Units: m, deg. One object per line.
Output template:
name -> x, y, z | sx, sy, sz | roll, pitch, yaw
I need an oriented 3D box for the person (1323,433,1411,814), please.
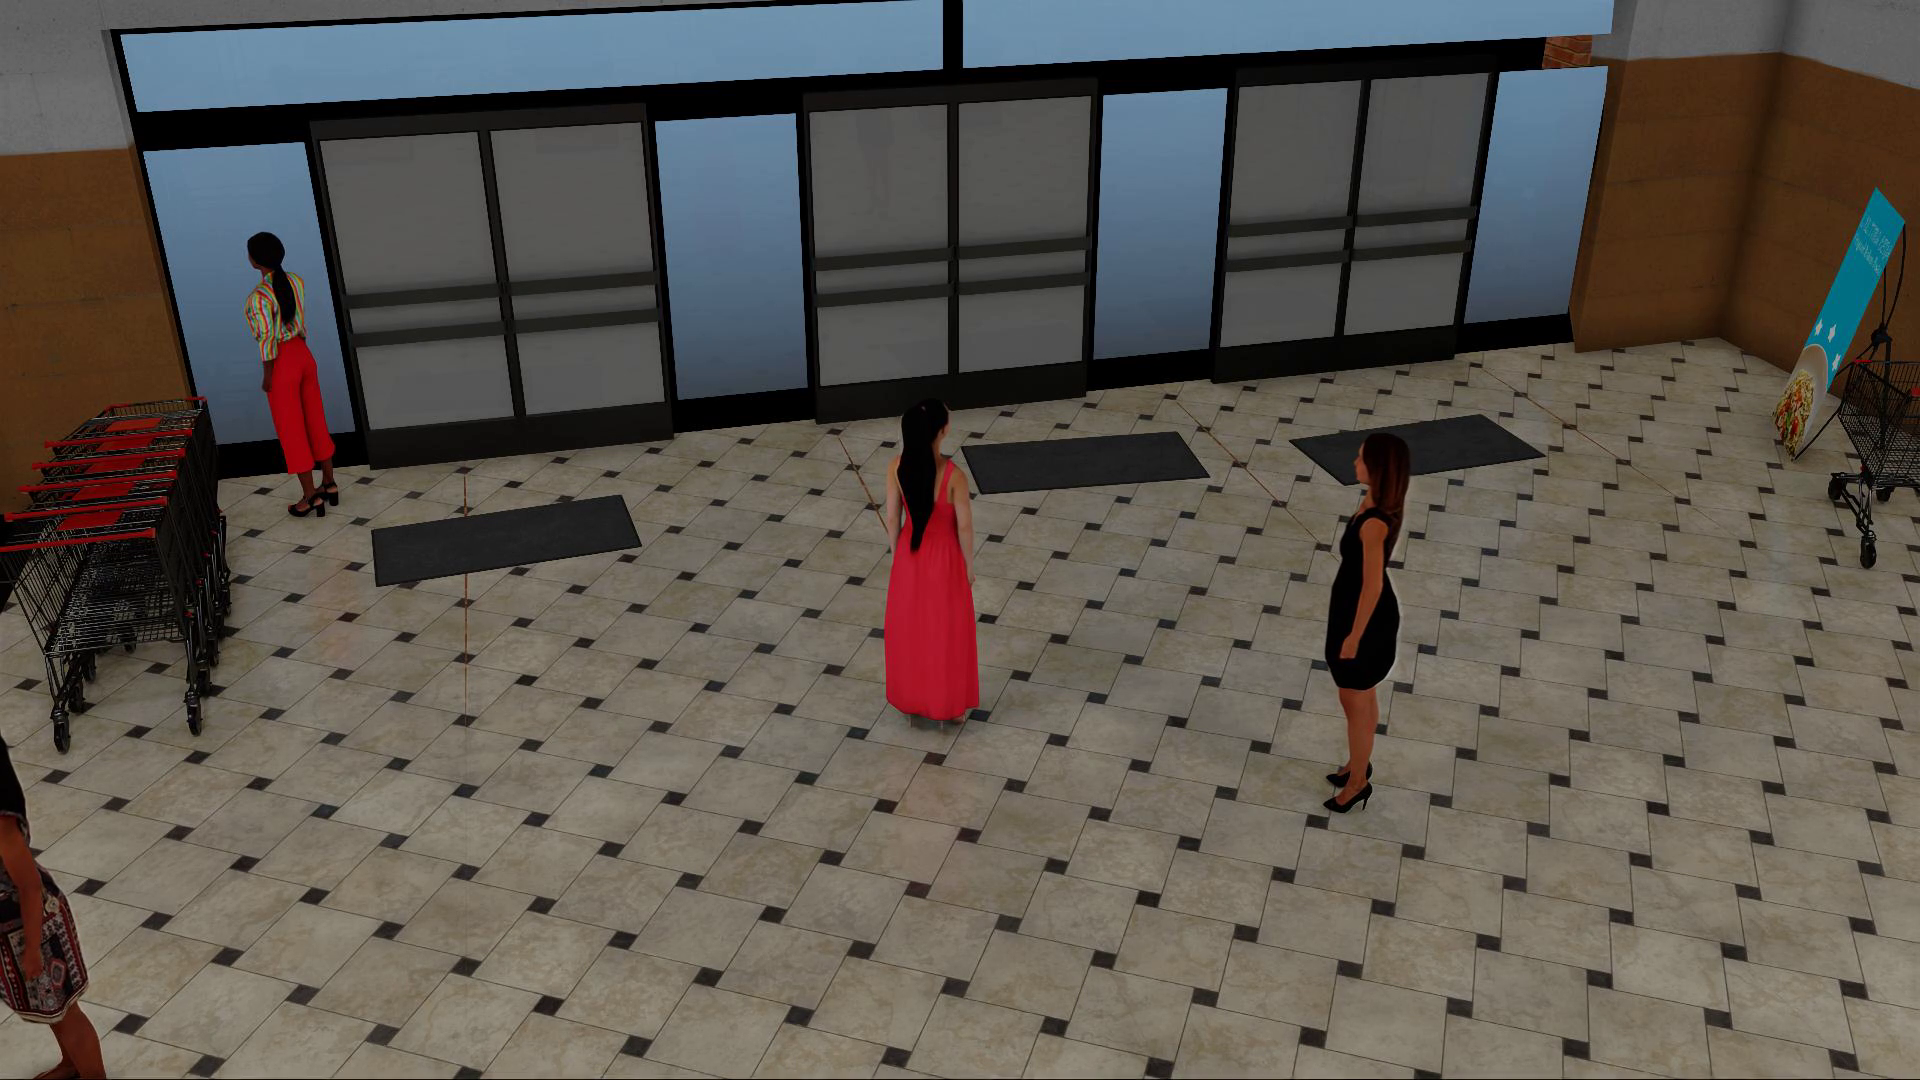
person -> 1.771, 0.387, 7.317 | 0.727, 1.834, 0.631 | 8, 28, 16

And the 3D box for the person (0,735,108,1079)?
person -> -3.221, 1.305, 5.715 | 0.784, 1.645, 0.642 | -23, 35, -37

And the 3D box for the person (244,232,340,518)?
person -> -4.061, -0.997, 10.089 | 0.736, 1.793, 0.632 | 8, 28, 15

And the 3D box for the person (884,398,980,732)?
person -> -0.146, 0.132, 7.940 | 0.716, 1.726, 0.750 | 10, 28, 19
